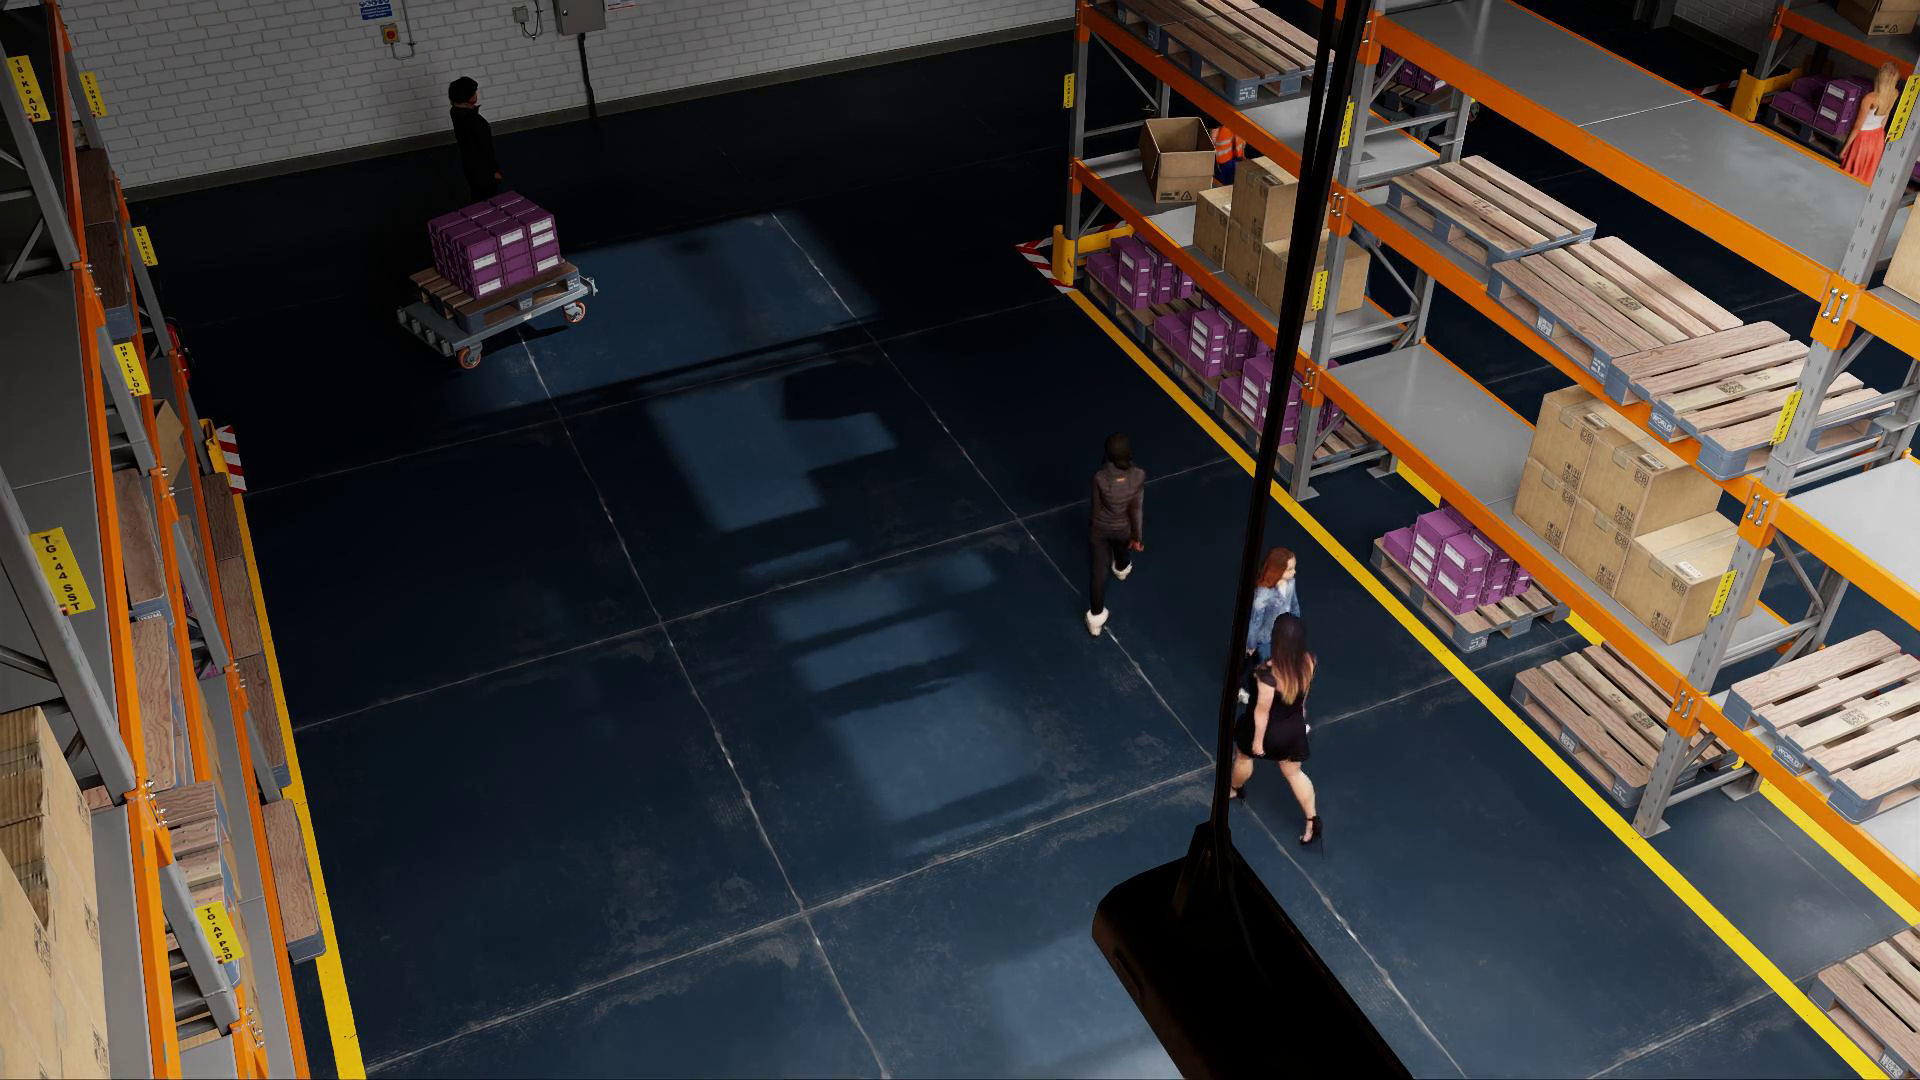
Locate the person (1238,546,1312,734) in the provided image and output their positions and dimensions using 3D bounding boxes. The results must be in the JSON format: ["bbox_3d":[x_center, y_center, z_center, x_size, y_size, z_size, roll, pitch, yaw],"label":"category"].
[{"bbox_3d":[2.039,0.606,11.360,1.027,1.451,0.859,24,45,27],"label":"person"}]

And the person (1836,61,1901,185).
[{"bbox_3d":[9.138,-3.970,16.810,0.636,1.802,0.597,-13,40,-16],"label":"person"}]

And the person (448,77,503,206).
[{"bbox_3d":[-4.785,-3.743,16.542,0.692,1.781,0.786,26,45,28],"label":"person"}]

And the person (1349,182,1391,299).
[{"bbox_3d":[3.788,-2.774,15.396,0.637,1.697,1.020,-20,43,-24],"label":"person"}]

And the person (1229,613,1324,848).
[{"bbox_3d":[2.051,1.236,10.394,0.796,1.674,1.109,-25,45,-28],"label":"person"}]

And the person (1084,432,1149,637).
[{"bbox_3d":[1.082,-0.173,12.187,0.901,1.638,1.180,-6,39,-8],"label":"person"}]
